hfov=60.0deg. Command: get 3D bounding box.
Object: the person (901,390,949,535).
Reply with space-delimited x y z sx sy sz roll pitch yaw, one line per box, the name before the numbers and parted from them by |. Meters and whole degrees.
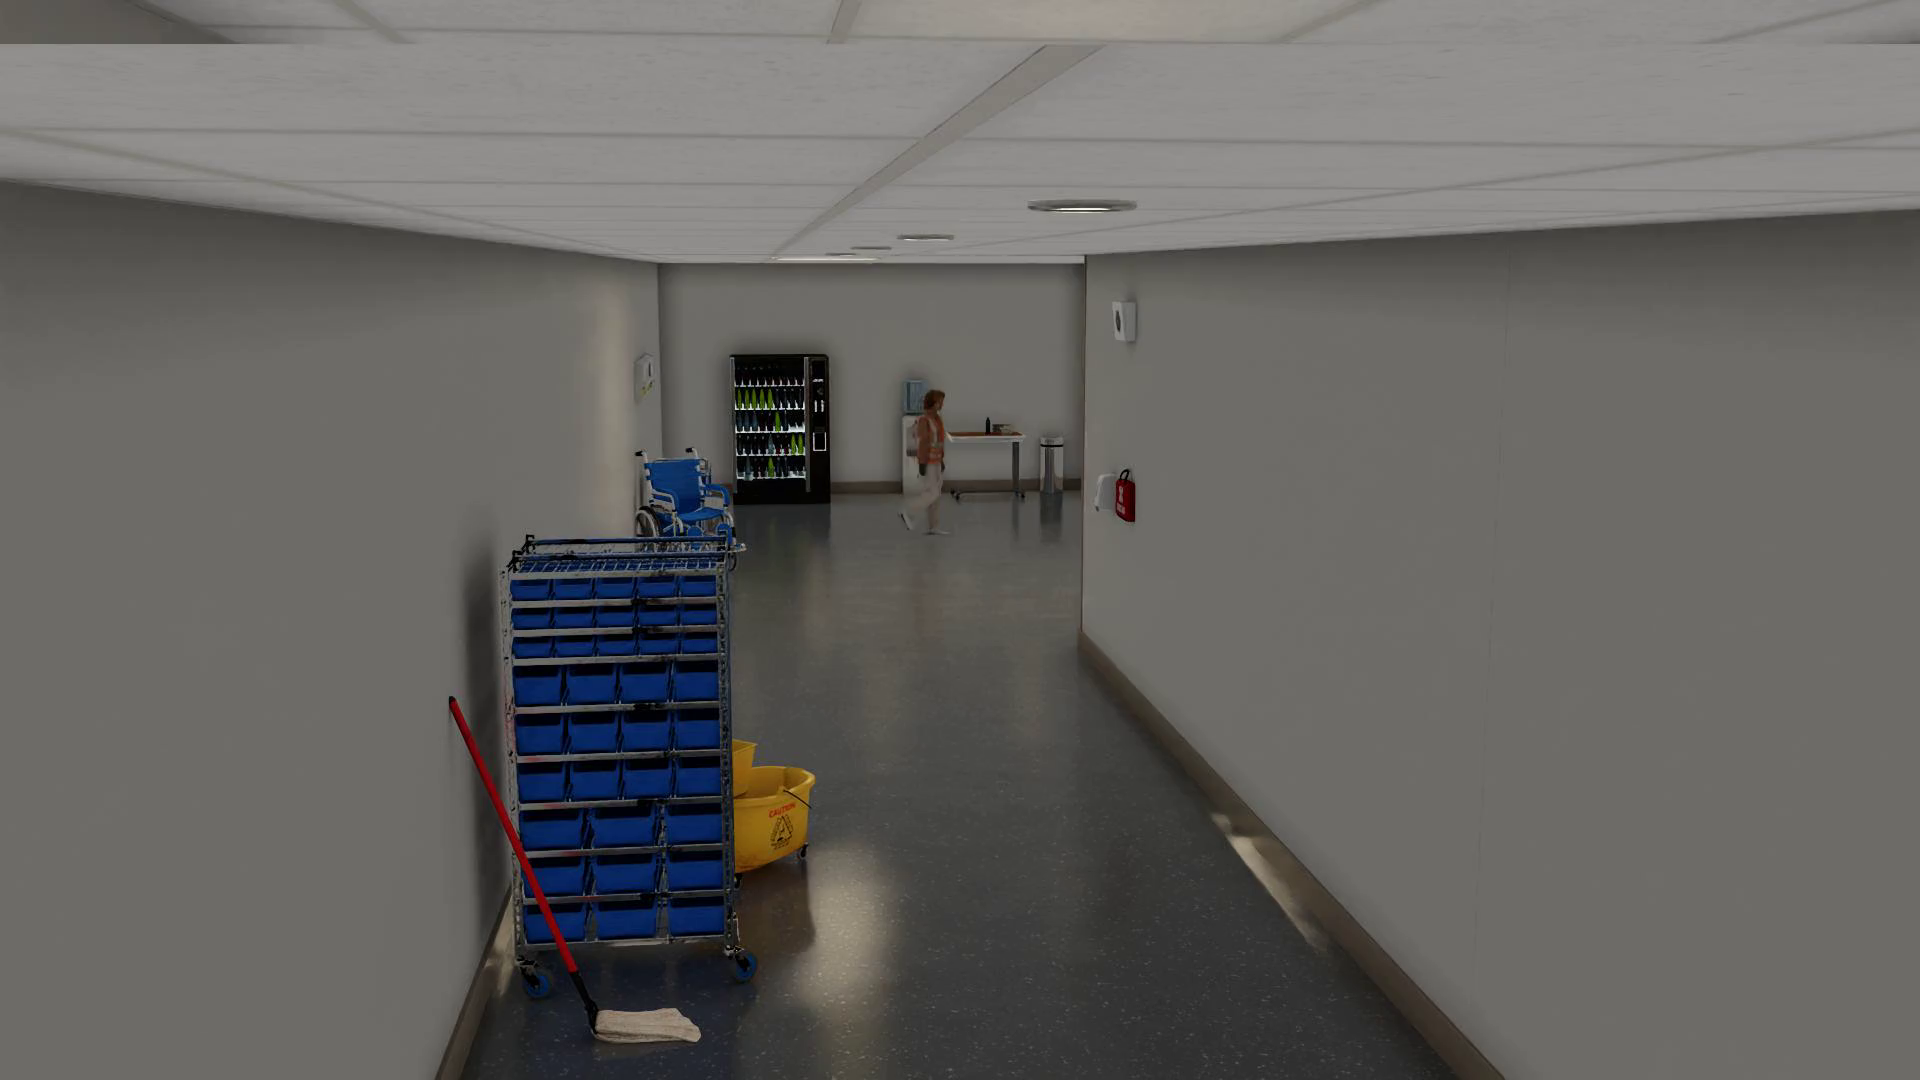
person | -0.360 -0.845 18.293 0.425 1.625 0.542 3 10 20
